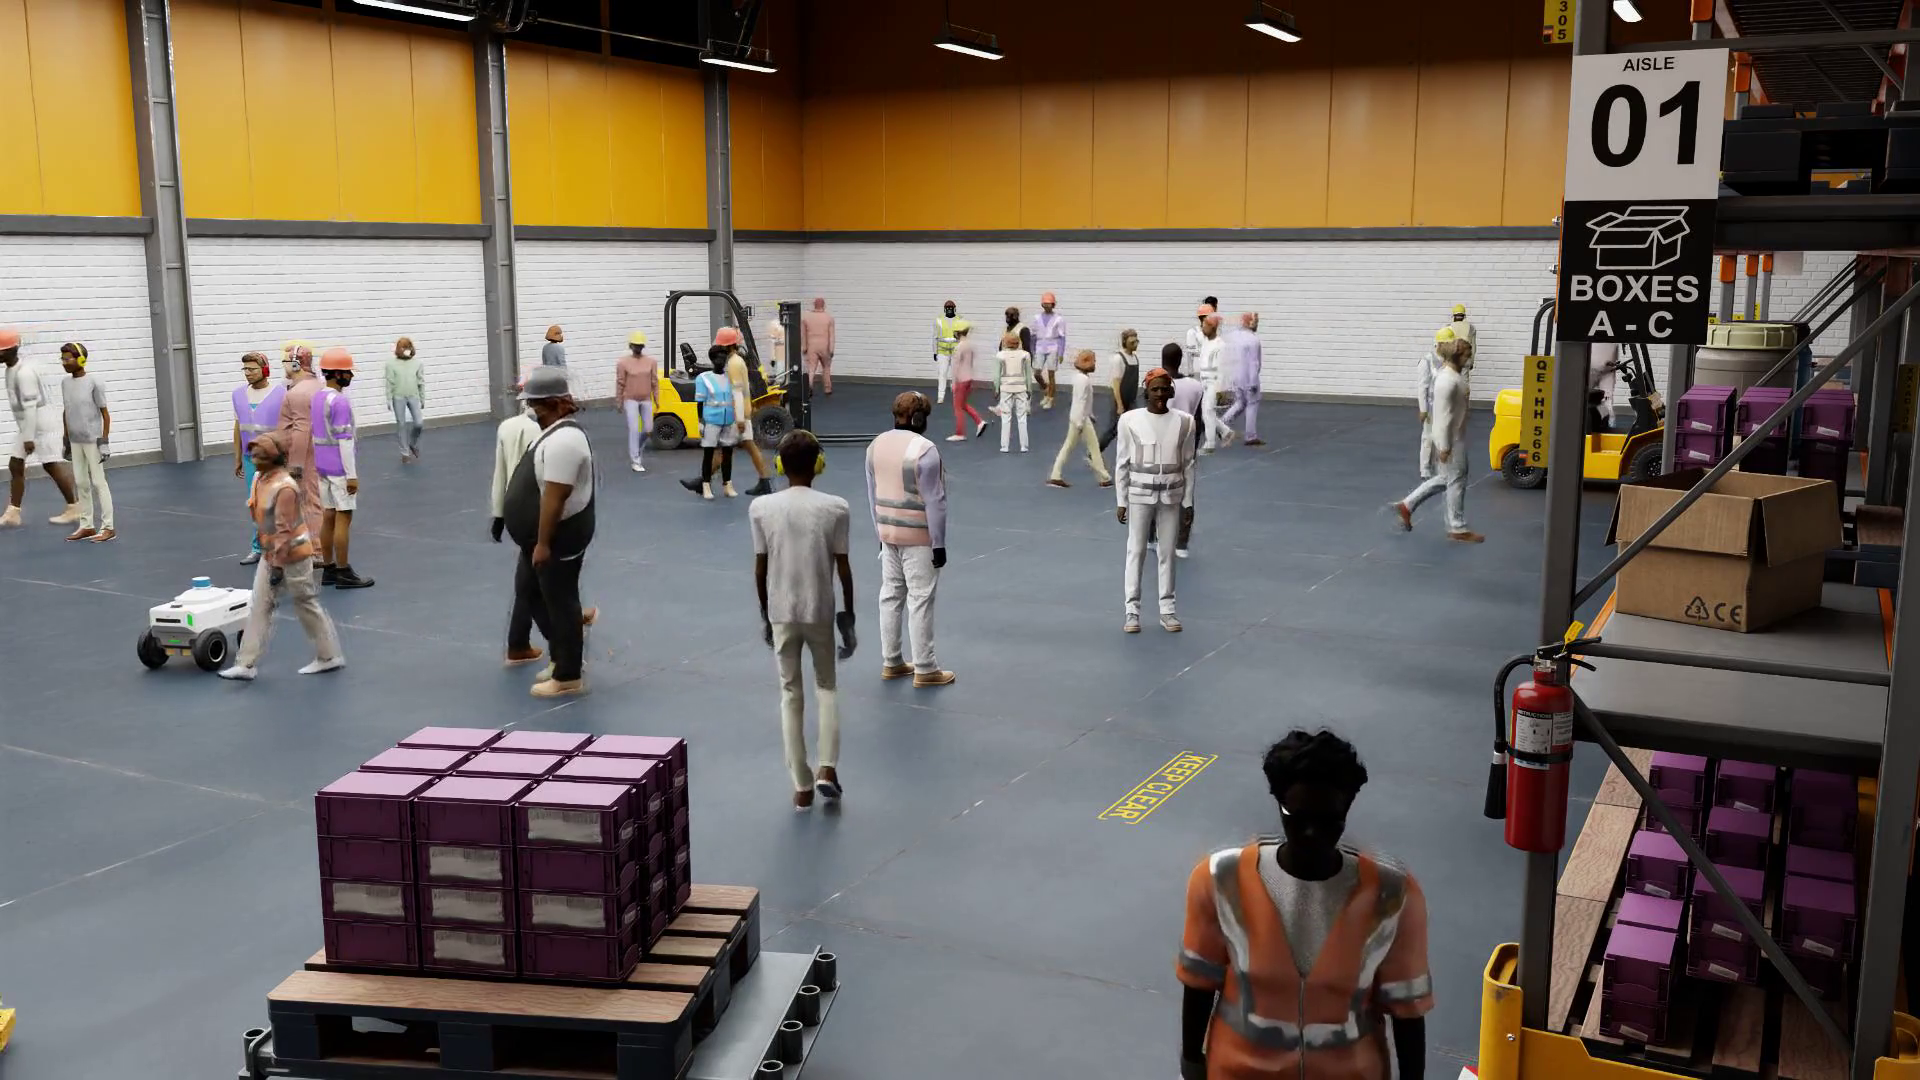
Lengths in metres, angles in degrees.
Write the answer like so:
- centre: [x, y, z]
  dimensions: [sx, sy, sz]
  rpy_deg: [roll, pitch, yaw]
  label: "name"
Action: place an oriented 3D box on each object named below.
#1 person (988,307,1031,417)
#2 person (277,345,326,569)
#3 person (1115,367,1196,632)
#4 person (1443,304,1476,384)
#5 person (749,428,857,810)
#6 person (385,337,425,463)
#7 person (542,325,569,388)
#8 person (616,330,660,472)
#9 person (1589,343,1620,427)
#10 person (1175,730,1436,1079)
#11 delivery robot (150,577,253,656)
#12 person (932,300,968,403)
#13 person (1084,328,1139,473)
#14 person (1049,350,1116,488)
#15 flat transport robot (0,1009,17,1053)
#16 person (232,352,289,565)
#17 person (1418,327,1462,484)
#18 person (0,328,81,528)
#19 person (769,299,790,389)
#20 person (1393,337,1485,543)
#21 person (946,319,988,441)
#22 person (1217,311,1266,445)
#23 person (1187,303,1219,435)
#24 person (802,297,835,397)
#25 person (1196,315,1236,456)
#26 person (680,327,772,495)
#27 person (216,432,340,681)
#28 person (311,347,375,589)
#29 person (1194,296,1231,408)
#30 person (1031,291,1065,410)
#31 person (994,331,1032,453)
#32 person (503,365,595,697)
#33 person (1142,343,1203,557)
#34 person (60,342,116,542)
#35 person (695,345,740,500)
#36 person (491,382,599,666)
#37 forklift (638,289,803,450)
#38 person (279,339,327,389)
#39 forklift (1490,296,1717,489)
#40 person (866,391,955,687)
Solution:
- centre: [0.834, -2.923, 27.380]
  dimensions: [0.981, 1.786, 0.661]
  rpy_deg: [-6, 12, -32]
  label: "person"
- centre: [-5.602, -0.705, 14.200]
  dimensions: [0.410, 1.909, 0.642]
  rpy_deg: [-1, 10, -8]
  label: "person"
- centre: [1.388, -0.281, 11.815]
  dimensions: [0.575, 1.883, 0.355]
  rpy_deg: [-1, 10, -6]
  label: "person"
- centre: [8.308, -3.020, 27.813]
  dimensions: [0.591, 1.834, 0.404]
  rpy_deg: [0, 10, 0]
  label: "person"
- centre: [-0.756, 0.386, 8.064]
  dimensions: [0.506, 1.847, 0.408]
  rpy_deg: [-1, 10, -3]
  label: "person"
- centre: [-7.077, -1.780, 21.261]
  dimensions: [0.514, 1.623, 0.348]
  rpy_deg: [-6, 11, -31]
  label: "person"
- centre: [-5.908, -2.323, 24.351]
  dimensions: [0.499, 1.634, 0.279]
  rpy_deg: [8, 13, 40]
  label: "person"
- centre: [-4.006, -1.735, 20.580]
  dimensions: [0.547, 1.750, 0.578]
  rpy_deg: [-6, 11, -31]
  label: "person"
- centre: [9.368, -2.431, 24.390]
  dimensions: [0.684, 1.855, 1.023]
  rpy_deg: [-1, 10, -8]
  label: "person"
- centre: [0.739, 1.232, 3.607]
  dimensions: [0.556, 1.679, 0.458]
  rpy_deg: [1, 10, 8]
  label: "person"
- centre: [-4.971, 0.486, 10.943]
  dimensions: [0.477, 0.478, 0.707]
  rpy_deg: [2, 10, 13]
  label: "delivery robot"
- centre: [-0.175, -3.352, 29.709]
  dimensions: [0.635, 1.842, 0.429]
  rpy_deg: [0, 10, 0]
  label: "person"
- centre: [1.924, -1.669, 20.114]
  dimensions: [0.946, 1.804, 0.509]
  rpy_deg: [9, 13, 42]
  label: "person"
- centre: [1.421, -1.371, 18.970]
  dimensions: [0.849, 1.586, 0.516]
  rpy_deg: [-1, 10, -6]
  label: "person"
- centre: [-3.375, 1.709, 4.952]
  dimensions: [0.652, 0.197, 1.431]
  rpy_deg: [-3, 10, -15]
  label: "flat transport robot"
- centre: [-5.975, -0.698, 14.336]
  dimensions: [0.571, 1.843, 0.373]
  rpy_deg: [2, 10, 10]
  label: "person"
- centre: [5.574, -1.542, 19.259]
  dimensions: [0.590, 1.833, 0.404]
  rpy_deg: [-4, 11, -22]
  label: "person"
- centre: [-9.112, -1.082, 16.213]
  dimensions: [0.646, 1.964, 0.968]
  rpy_deg: [10, 14, 44]
  label: "person"
- centre: [-3.048, -3.178, 28.538]
  dimensions: [0.583, 1.907, 0.601]
  rpy_deg: [-9, 13, -41]
  label: "person"
- centre: [4.495, -0.936, 15.520]
  dimensions: [0.793, 1.921, 0.636]
  rpy_deg: [4, 11, 21]
  label: "person"
- centre: [0.074, -2.271, 23.708]
  dimensions: [0.479, 1.753, 0.533]
  rpy_deg: [4, 11, 23]
  label: "person"
- centre: [3.953, -2.254, 23.219]
  dimensions: [0.628, 1.887, 0.661]
  rpy_deg: [-4, 11, -24]
  label: "person"
- centre: [3.615, -2.528, 24.647]
  dimensions: [0.551, 1.942, 0.340]
  rpy_deg: [-5, 11, -28]
  label: "person"
- centre: [-2.654, -3.624, 31.225]
  dimensions: [0.653, 1.878, 0.923]
  rpy_deg: [1, 10, 7]
  label: "person"
- centre: [3.387, -2.049, 22.076]
  dimensions: [0.531, 1.870, 0.587]
  rpy_deg: [-3, 10, -14]
  label: "person"
- centre: [-2.563, -1.402, 18.319]
  dimensions: [1.027, 1.863, 0.575]
  rpy_deg: [0, 10, 1]
  label: "person"
- centre: [-4.284, 0.115, 10.356]
  dimensions: [0.569, 1.583, 0.817]
  rpy_deg: [9, 13, 43]
  label: "person"
- centre: [-4.978, -0.578, 13.374]
  dimensions: [0.376, 1.936, 0.549]
  rpy_deg: [-9, 13, -42]
  label: "person"
- centre: [4.350, -3.207, 28.581]
  dimensions: [0.645, 1.932, 0.840]
  rpy_deg: [-6, 11, -31]
  label: "person"
- centre: [1.490, -3.236, 28.495]
  dimensions: [0.644, 2.029, 0.423]
  rpy_deg: [4, 11, 23]
  label: "person"
- centre: [0.715, -1.985, 22.375]
  dimensions: [0.513, 1.642, 0.313]
  rpy_deg: [0, 10, -1]
  label: "person"
- centre: [-2.479, -0.056, 10.057]
  dimensions: [0.538, 2.000, 0.691]
  rpy_deg: [-4, 10, -20]
  label: "person"
- centre: [1.853, -0.822, 14.957]
  dimensions: [0.608, 1.878, 0.908]
  rpy_deg: [-3, 10, -16]
  label: "person"
- centre: [-8.145, -0.905, 15.481]
  dimensions: [0.532, 1.864, 0.312]
  rpy_deg: [3, 10, 18]
  label: "person"
- centre: [-2.632, -1.287, 18.174]
  dimensions: [0.540, 1.695, 0.317]
  rpy_deg: [-6, 12, -33]
  label: "person"
- centre: [-2.719, -0.184, 11.085]
  dimensions: [0.636, 1.936, 1.012]
  rpy_deg: [6, 12, 32]
  label: "person"
- centre: [-3.358, -2.392, 23.136]
  dimensions: [2.313, 2.155, 1.214]
  rpy_deg: [-1, 10, -5]
  label: "forklift"
- centre: [-6.133, -0.919, 15.487]
  dimensions: [0.609, 1.880, 0.900]
  rpy_deg: [4, 11, 24]
  label: "person"
- centre: [7.296, -1.677, 18.993]
  dimensions: [2.313, 2.155, 1.214]
  rpy_deg: [5, 11, 27]
  label: "forklift"
- centre: [-0.298, -0.007, 10.362]
  dimensions: [0.429, 1.840, 0.624]
  rpy_deg: [-9, 14, -44]
  label: "person"
